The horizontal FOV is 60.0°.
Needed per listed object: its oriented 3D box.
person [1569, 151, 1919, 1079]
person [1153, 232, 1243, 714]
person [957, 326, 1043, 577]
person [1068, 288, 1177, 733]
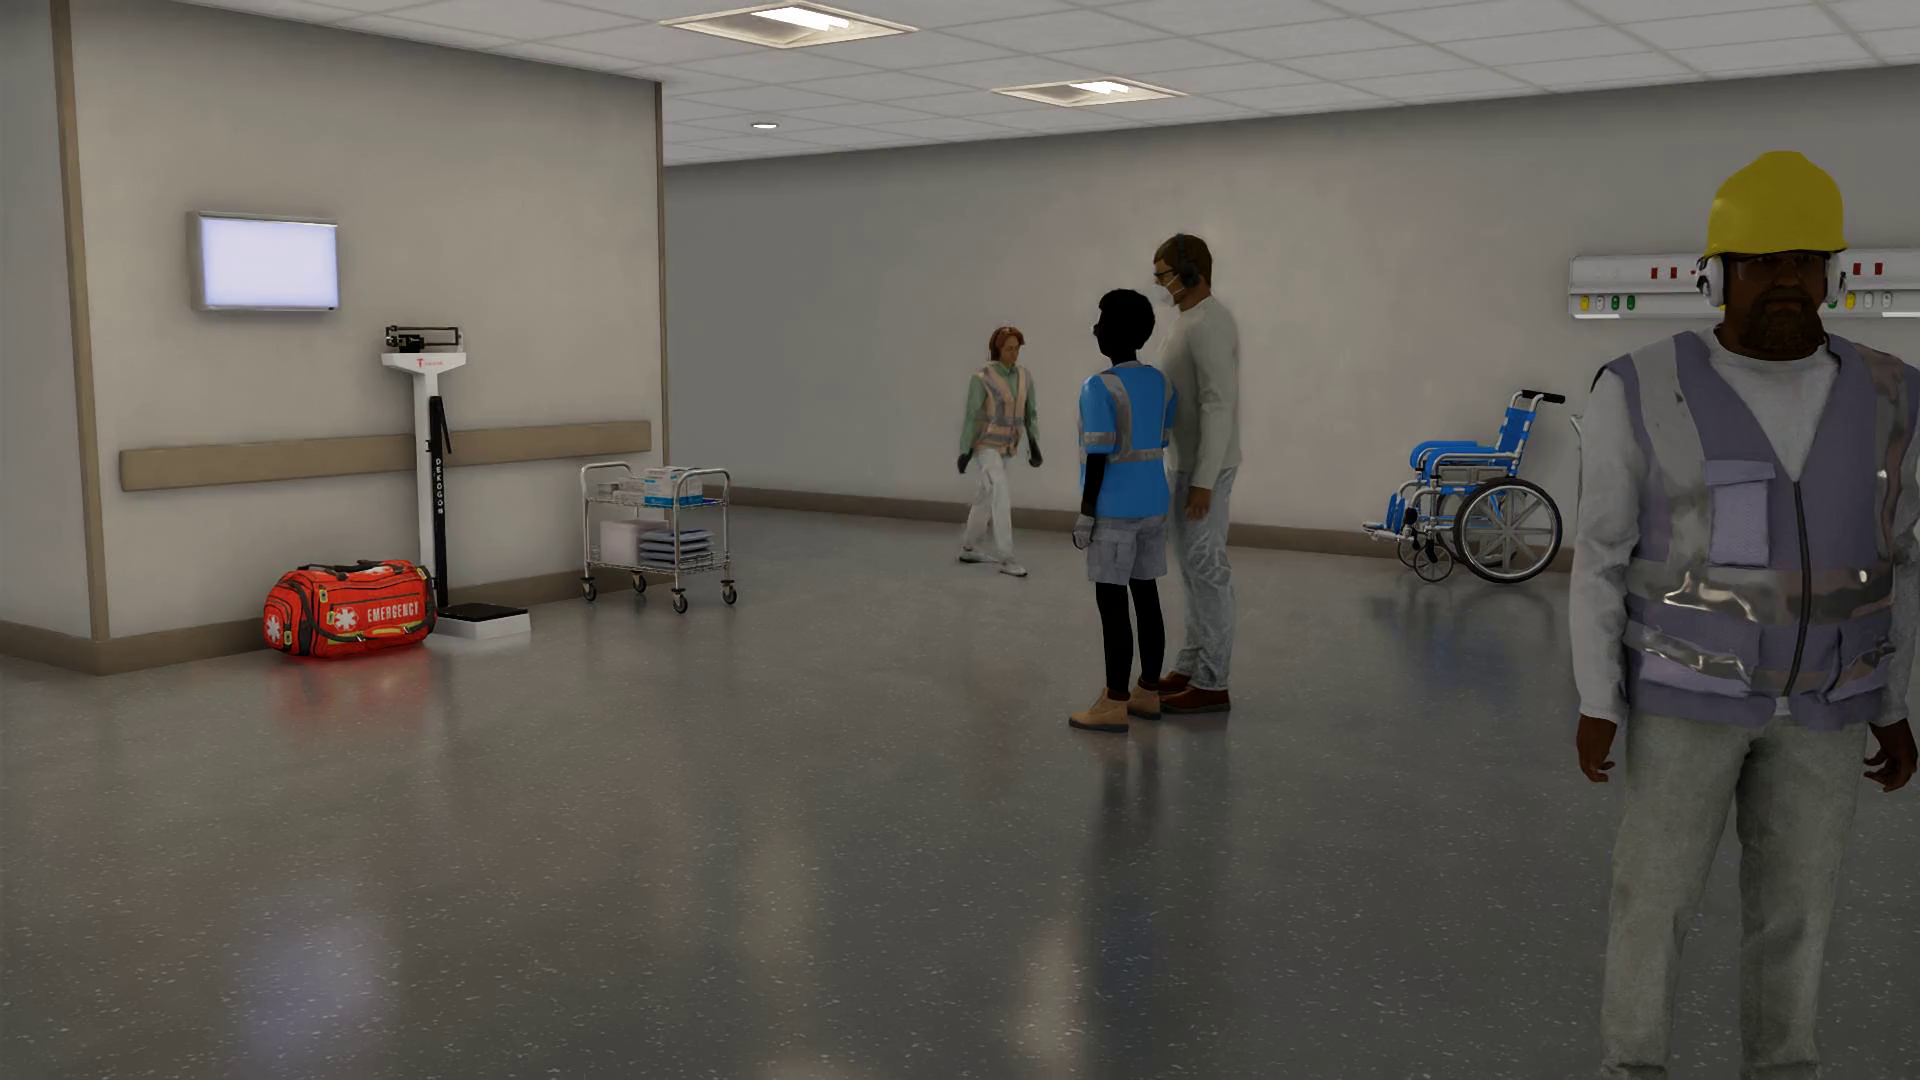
[{"bbox_3d":[1.377,0.257,2.908,0.601,1.831,0.404,0,7,4],"label":"person"},{"bbox_3d":[0.947,-0.264,6.716,0.375,1.931,0.628,0,7,-1],"label":"person"},{"bbox_3d":[0.205,-0.581,10.695,0.791,1.576,0.540,6,9,41],"label":"person"},{"bbox_3d":[0.625,-0.112,6.416,0.318,1.700,0.535,6,9,38],"label":"person"}]
